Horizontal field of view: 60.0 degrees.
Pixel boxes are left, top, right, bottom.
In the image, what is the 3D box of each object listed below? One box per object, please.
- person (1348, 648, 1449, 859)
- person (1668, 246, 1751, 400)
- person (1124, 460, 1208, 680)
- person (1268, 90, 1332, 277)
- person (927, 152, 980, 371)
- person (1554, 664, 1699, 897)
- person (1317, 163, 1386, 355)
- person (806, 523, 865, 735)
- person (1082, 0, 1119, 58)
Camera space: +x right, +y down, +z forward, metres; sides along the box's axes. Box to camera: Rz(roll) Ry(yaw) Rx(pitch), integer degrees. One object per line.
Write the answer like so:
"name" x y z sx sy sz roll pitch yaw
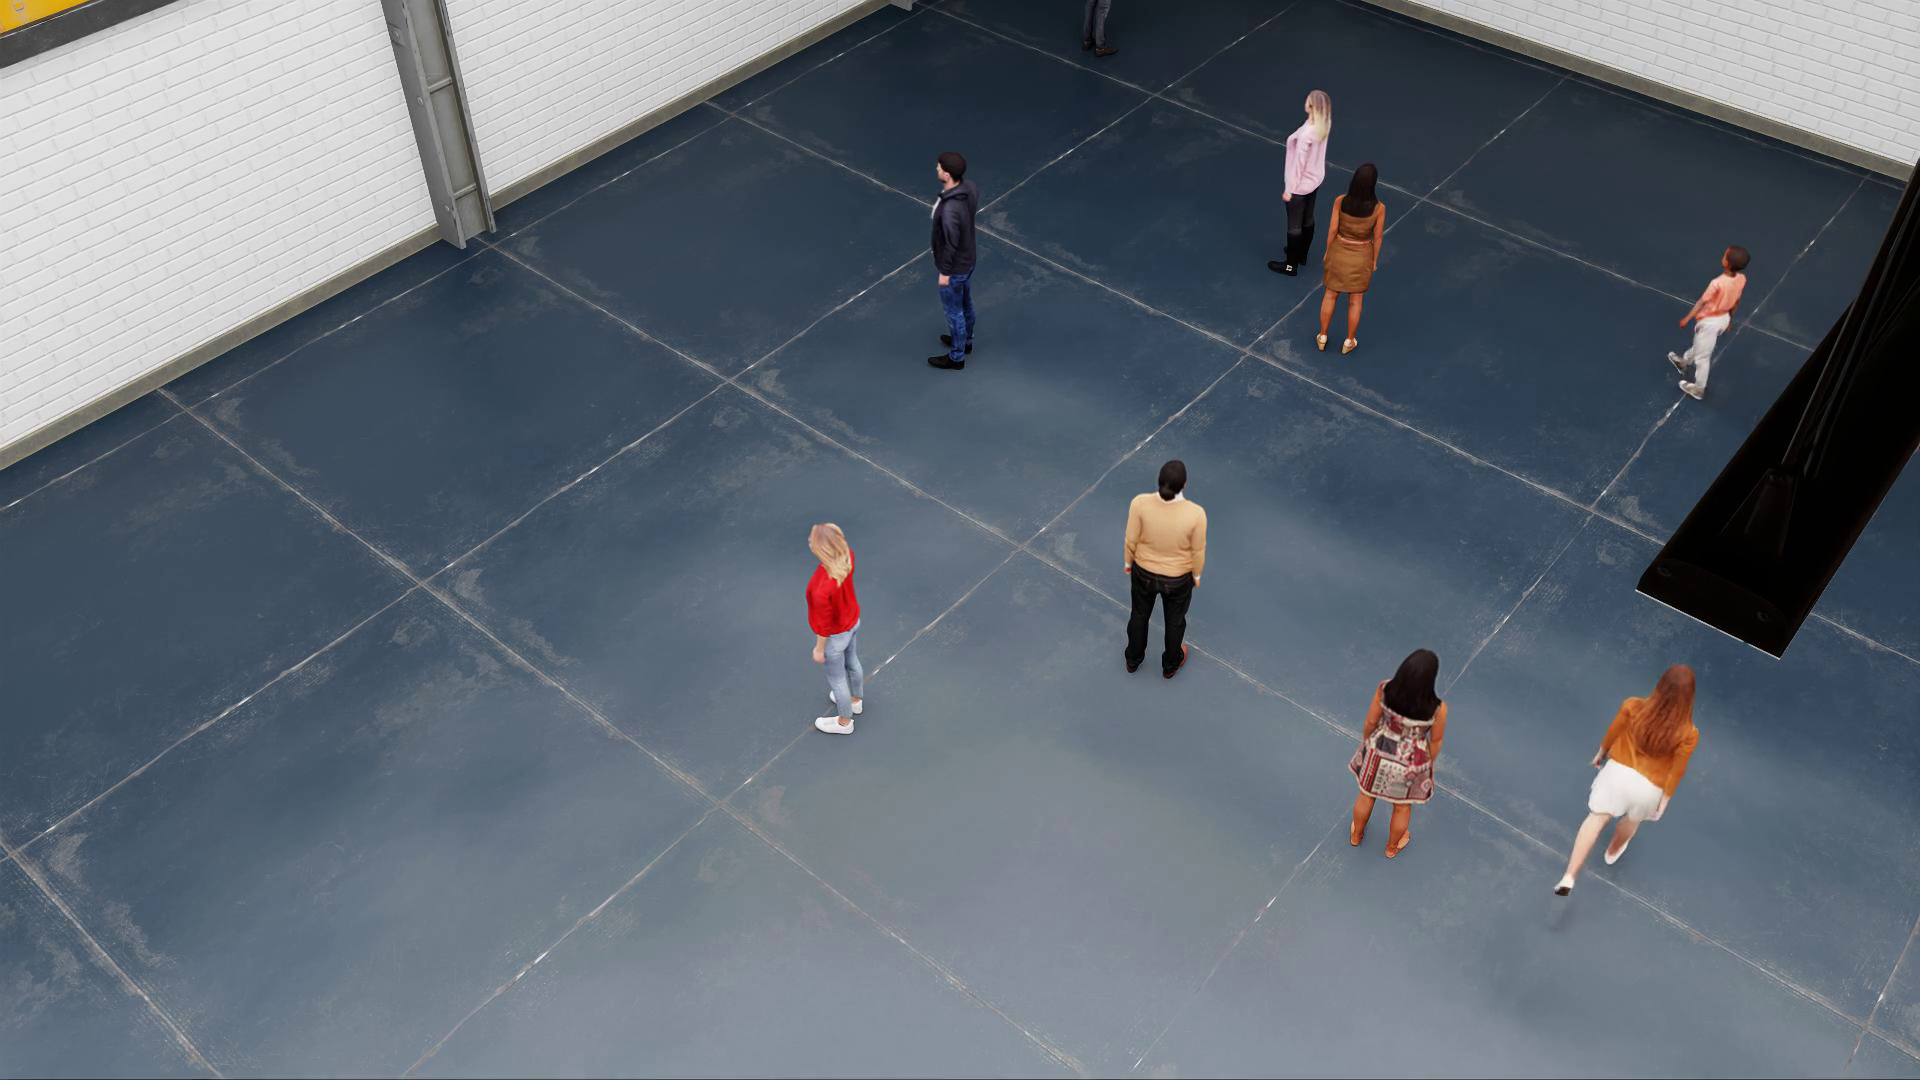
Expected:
"person" 2.502 1.221 9.526 0.696 1.645 0.606 20 47 20
"person" 5.831 -1.643 12.790 0.766 1.291 0.741 -18 47 -18
"person" 1.279 0.188 10.531 0.745 1.753 0.726 11 45 11
"person" 2.891 -2.995 13.920 0.648 1.688 0.464 30 51 27
"person" -0.026 -2.168 12.902 0.809 1.895 0.655 13 45 13
"person" 3.738 1.399 9.305 0.625 1.694 1.003 29 51 27
"person" 3.068 -2.209 13.095 0.637 1.689 0.625 13 45 13
"person" -0.755 0.544 10.193 0.734 1.705 0.566 14 45 15
"person" 1.418 -5.757 16.752 0.625 1.782 0.699 -25 49 -24
